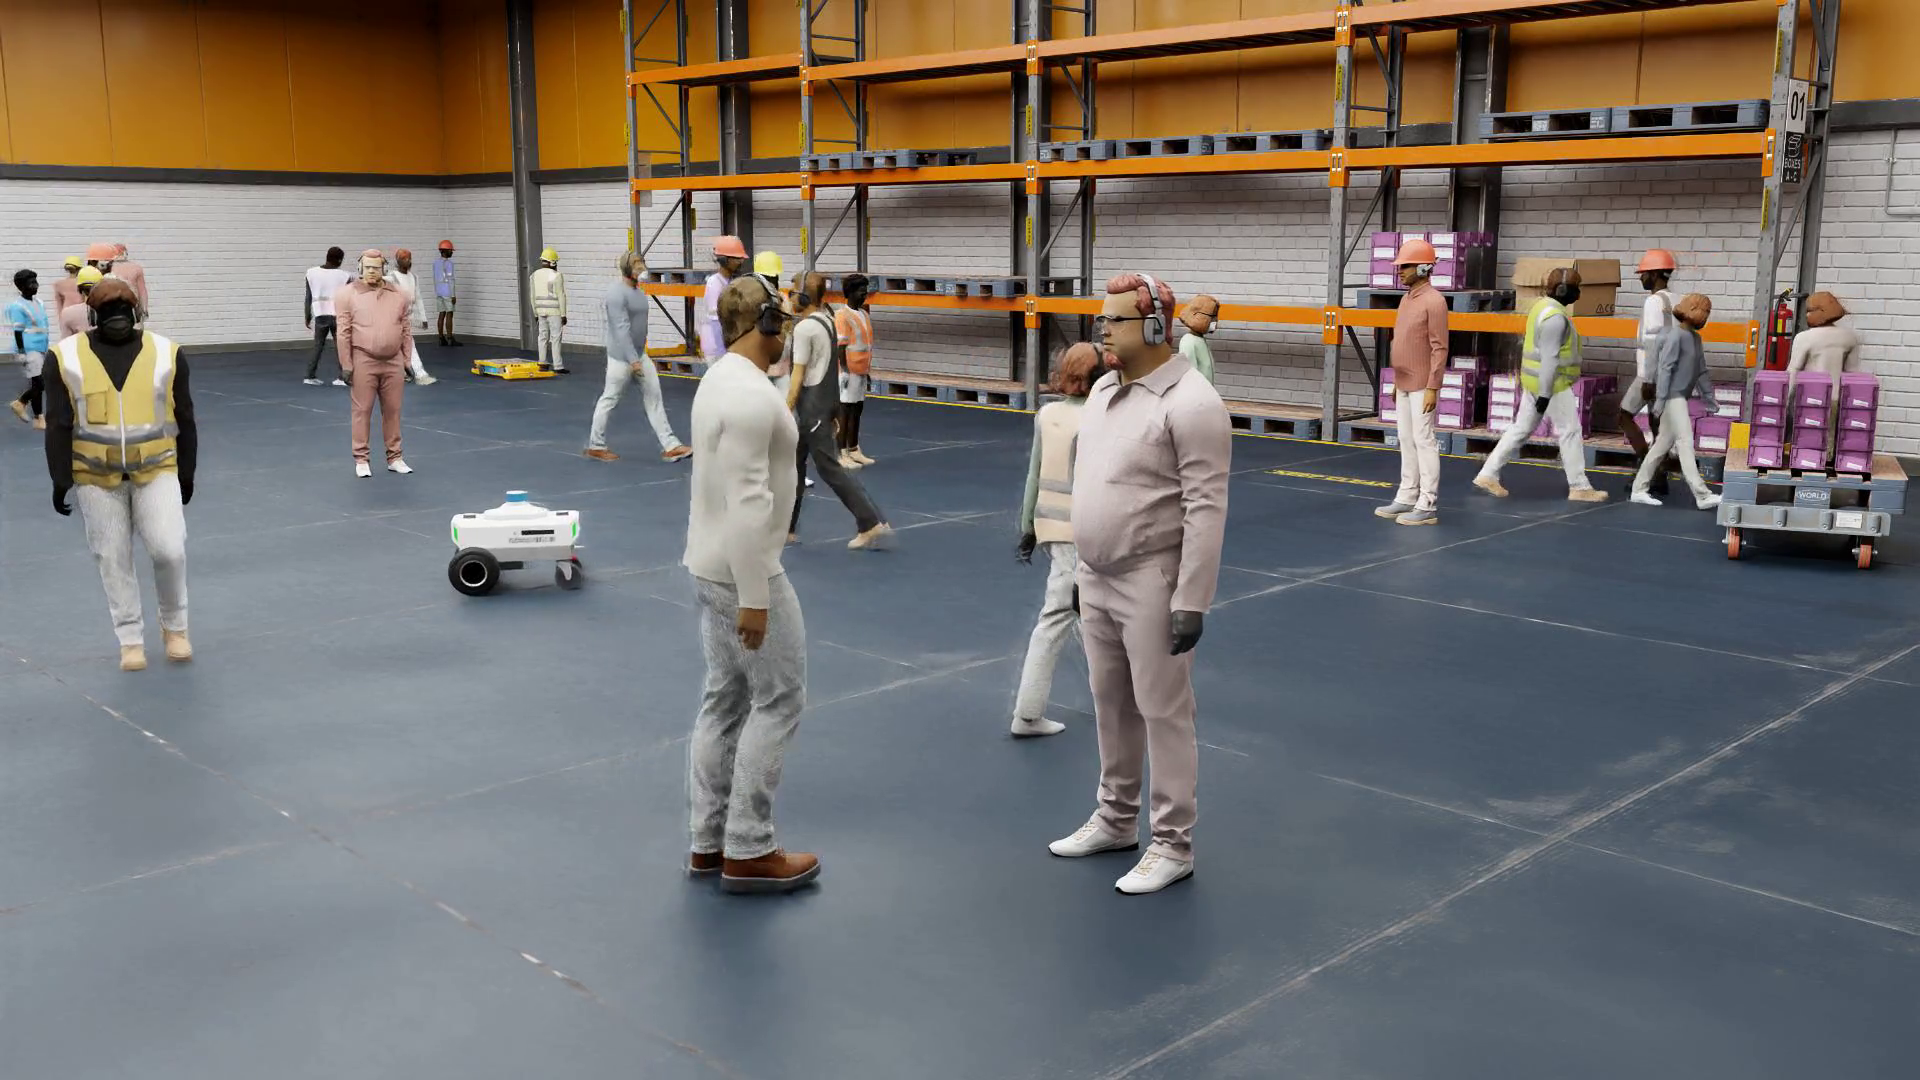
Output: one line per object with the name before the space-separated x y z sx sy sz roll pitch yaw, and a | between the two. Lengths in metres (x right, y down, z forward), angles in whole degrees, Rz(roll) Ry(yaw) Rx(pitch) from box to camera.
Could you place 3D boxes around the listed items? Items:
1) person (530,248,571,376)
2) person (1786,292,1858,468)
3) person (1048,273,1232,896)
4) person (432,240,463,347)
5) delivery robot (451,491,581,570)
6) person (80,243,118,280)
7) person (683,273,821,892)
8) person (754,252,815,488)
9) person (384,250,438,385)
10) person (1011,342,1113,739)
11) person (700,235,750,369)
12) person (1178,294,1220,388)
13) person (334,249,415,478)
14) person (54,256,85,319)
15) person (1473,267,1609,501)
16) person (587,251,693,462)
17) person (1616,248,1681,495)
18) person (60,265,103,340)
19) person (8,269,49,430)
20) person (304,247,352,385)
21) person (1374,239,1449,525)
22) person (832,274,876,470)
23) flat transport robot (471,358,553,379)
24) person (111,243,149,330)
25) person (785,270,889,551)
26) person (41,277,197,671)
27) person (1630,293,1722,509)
person | -5.923 -3.296 24.085 0.600 1.830 0.403 6 12 28
person | 6.386 -1.042 12.438 0.541 1.604 0.624 -1 10 -8
person | 0.537 0.133 5.184 0.409 1.906 0.652 -6 12 -29
person | -9.353 -4.487 30.300 0.547 1.934 0.376 9 13 39
delivery robot | -2.544 -0.039 9.557 0.707 0.478 0.477 -2 11 -12
person | -8.476 -1.967 16.544 1.029 1.942 0.619 -6 12 -29
person | -0.688 0.126 5.238 0.451 1.907 0.671 -3 11 -18
person | -1.528 -1.368 13.414 0.611 1.890 0.819 -8 13 -38
person | -7.594 -3.038 22.714 1.003 1.830 0.596 4 11 21
person | 0.538 -0.007 6.794 0.861 1.586 0.531 -6 12 -30
person | -2.137 -1.754 15.172 0.510 2.016 0.684 1 10 5
person | 1.576 -0.822 11.139 0.279 1.633 0.497 3 11 17
person | -4.905 -1.486 14.028 0.643 1.903 0.399 -9 14 -40
person | -11.940 -2.969 22.556 0.527 1.747 0.659 -2 11 -9
person | 4.456 -1.190 12.725 0.974 1.795 0.609 1 10 5
person | -2.887 -1.605 14.745 1.035 1.886 0.636 3 11 17
person | 5.398 -1.305 12.991 0.471 1.916 0.564 9 14 41
person | -7.204 -1.400 13.918 0.533 1.772 0.296 -1 10 -7
person | -9.665 -1.968 17.254 0.466 1.676 0.543 0 10 -3
person | -8.518 -2.995 22.373 0.715 1.866 0.466 -2 11 -11
person | 3.189 -1.103 11.684 0.395 1.993 0.614 -2 11 -9
person | -0.923 -1.461 14.460 0.319 1.694 0.532 4 11 20
flat transport robot | -6.417 -2.461 23.795 0.652 0.197 1.431 -8 13 -36
person | -12.217 -3.375 24.336 0.636 1.902 0.406 -4 11 -19
person | -0.887 -0.828 10.707 0.934 1.808 0.522 2 11 11
person | -3.880 -0.296 7.731 0.633 1.828 0.470 -5 12 -26
person | 5.407 -1.027 12.367 0.761 1.591 0.516 8 13 36
